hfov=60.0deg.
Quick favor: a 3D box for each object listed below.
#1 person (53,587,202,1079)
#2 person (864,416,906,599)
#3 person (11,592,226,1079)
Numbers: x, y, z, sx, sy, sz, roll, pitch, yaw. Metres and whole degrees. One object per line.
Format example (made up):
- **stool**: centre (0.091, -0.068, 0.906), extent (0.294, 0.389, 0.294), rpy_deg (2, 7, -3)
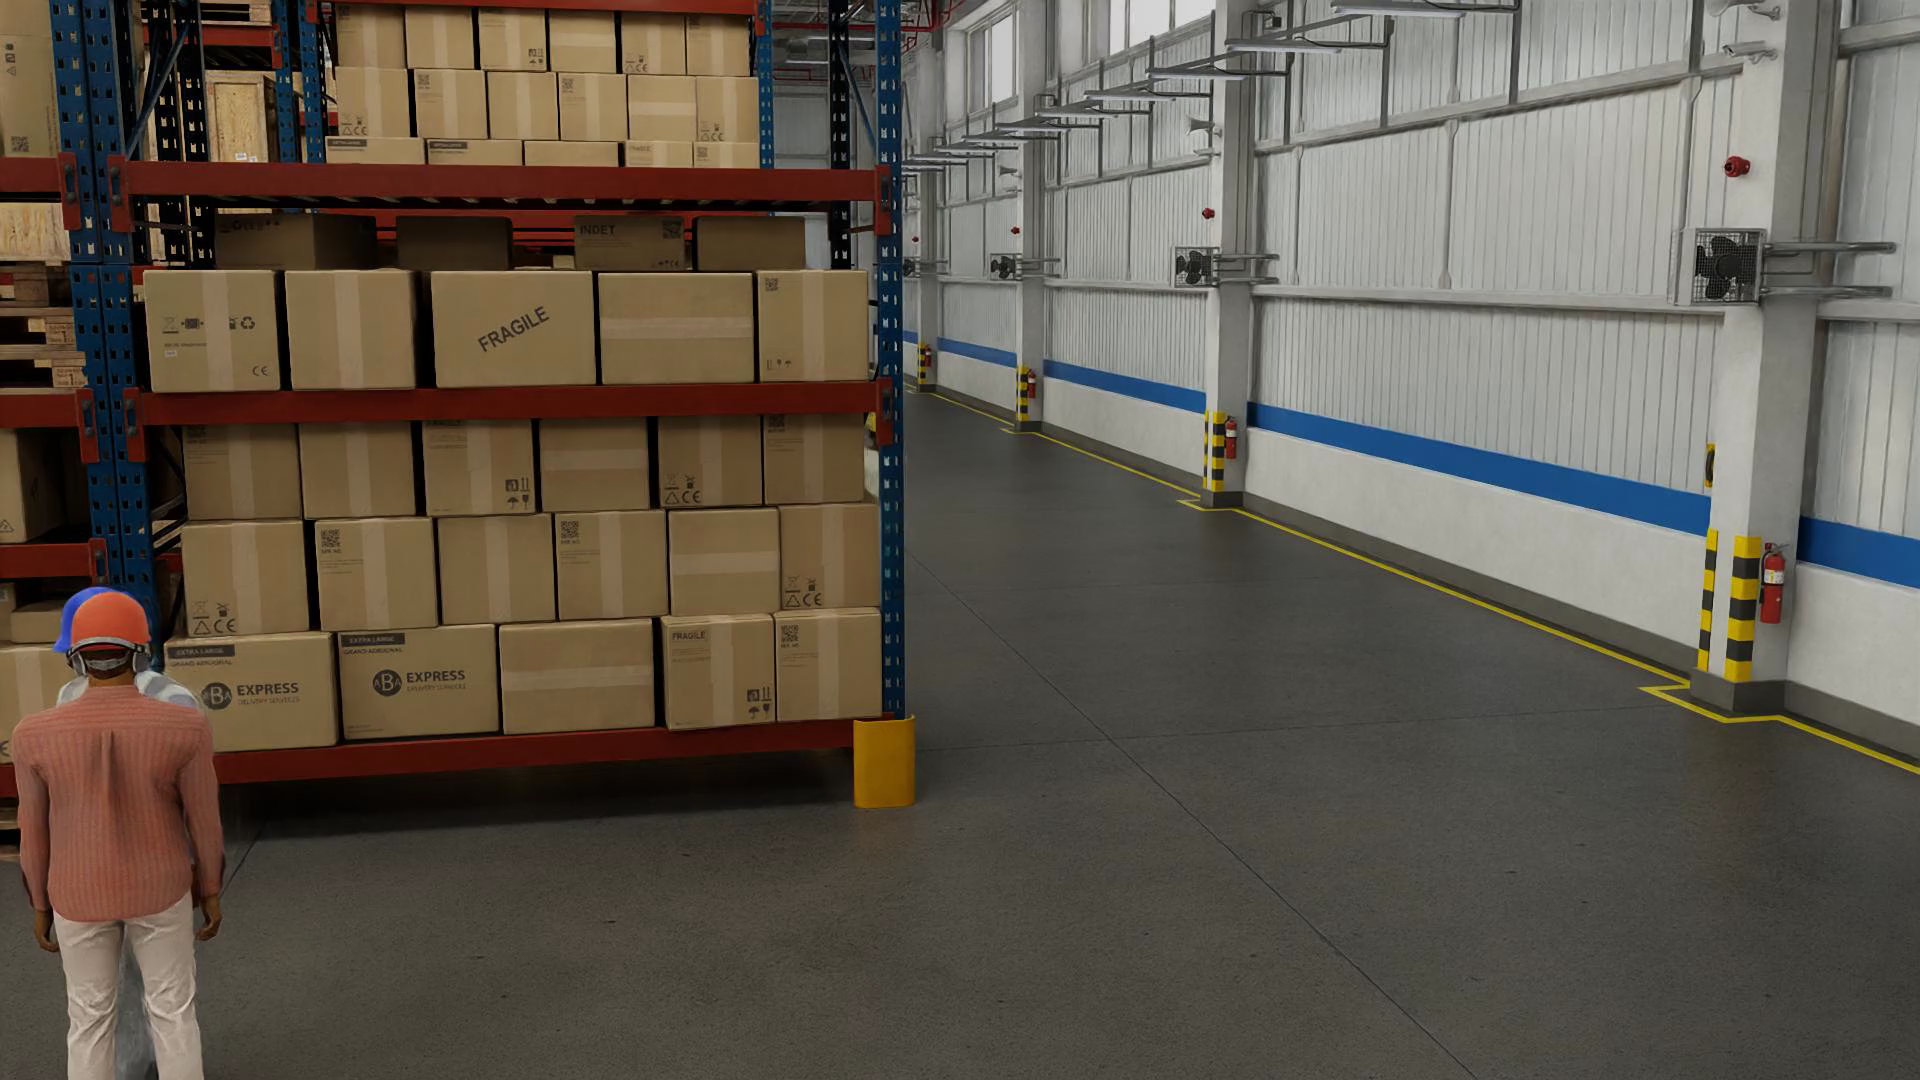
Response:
- **person**: centre (-3.009, 1.116, 5.883), extent (0.660, 1.925, 0.536), rpy_deg (4, 10, 24)
- **person**: centre (-0.755, -0.308, 15.225), extent (0.540, 1.717, 0.917), rpy_deg (-3, 10, -16)
- **person**: centre (-2.751, 1.155, 5.499), extent (0.608, 1.986, 0.400), rpy_deg (-3, 10, -20)
